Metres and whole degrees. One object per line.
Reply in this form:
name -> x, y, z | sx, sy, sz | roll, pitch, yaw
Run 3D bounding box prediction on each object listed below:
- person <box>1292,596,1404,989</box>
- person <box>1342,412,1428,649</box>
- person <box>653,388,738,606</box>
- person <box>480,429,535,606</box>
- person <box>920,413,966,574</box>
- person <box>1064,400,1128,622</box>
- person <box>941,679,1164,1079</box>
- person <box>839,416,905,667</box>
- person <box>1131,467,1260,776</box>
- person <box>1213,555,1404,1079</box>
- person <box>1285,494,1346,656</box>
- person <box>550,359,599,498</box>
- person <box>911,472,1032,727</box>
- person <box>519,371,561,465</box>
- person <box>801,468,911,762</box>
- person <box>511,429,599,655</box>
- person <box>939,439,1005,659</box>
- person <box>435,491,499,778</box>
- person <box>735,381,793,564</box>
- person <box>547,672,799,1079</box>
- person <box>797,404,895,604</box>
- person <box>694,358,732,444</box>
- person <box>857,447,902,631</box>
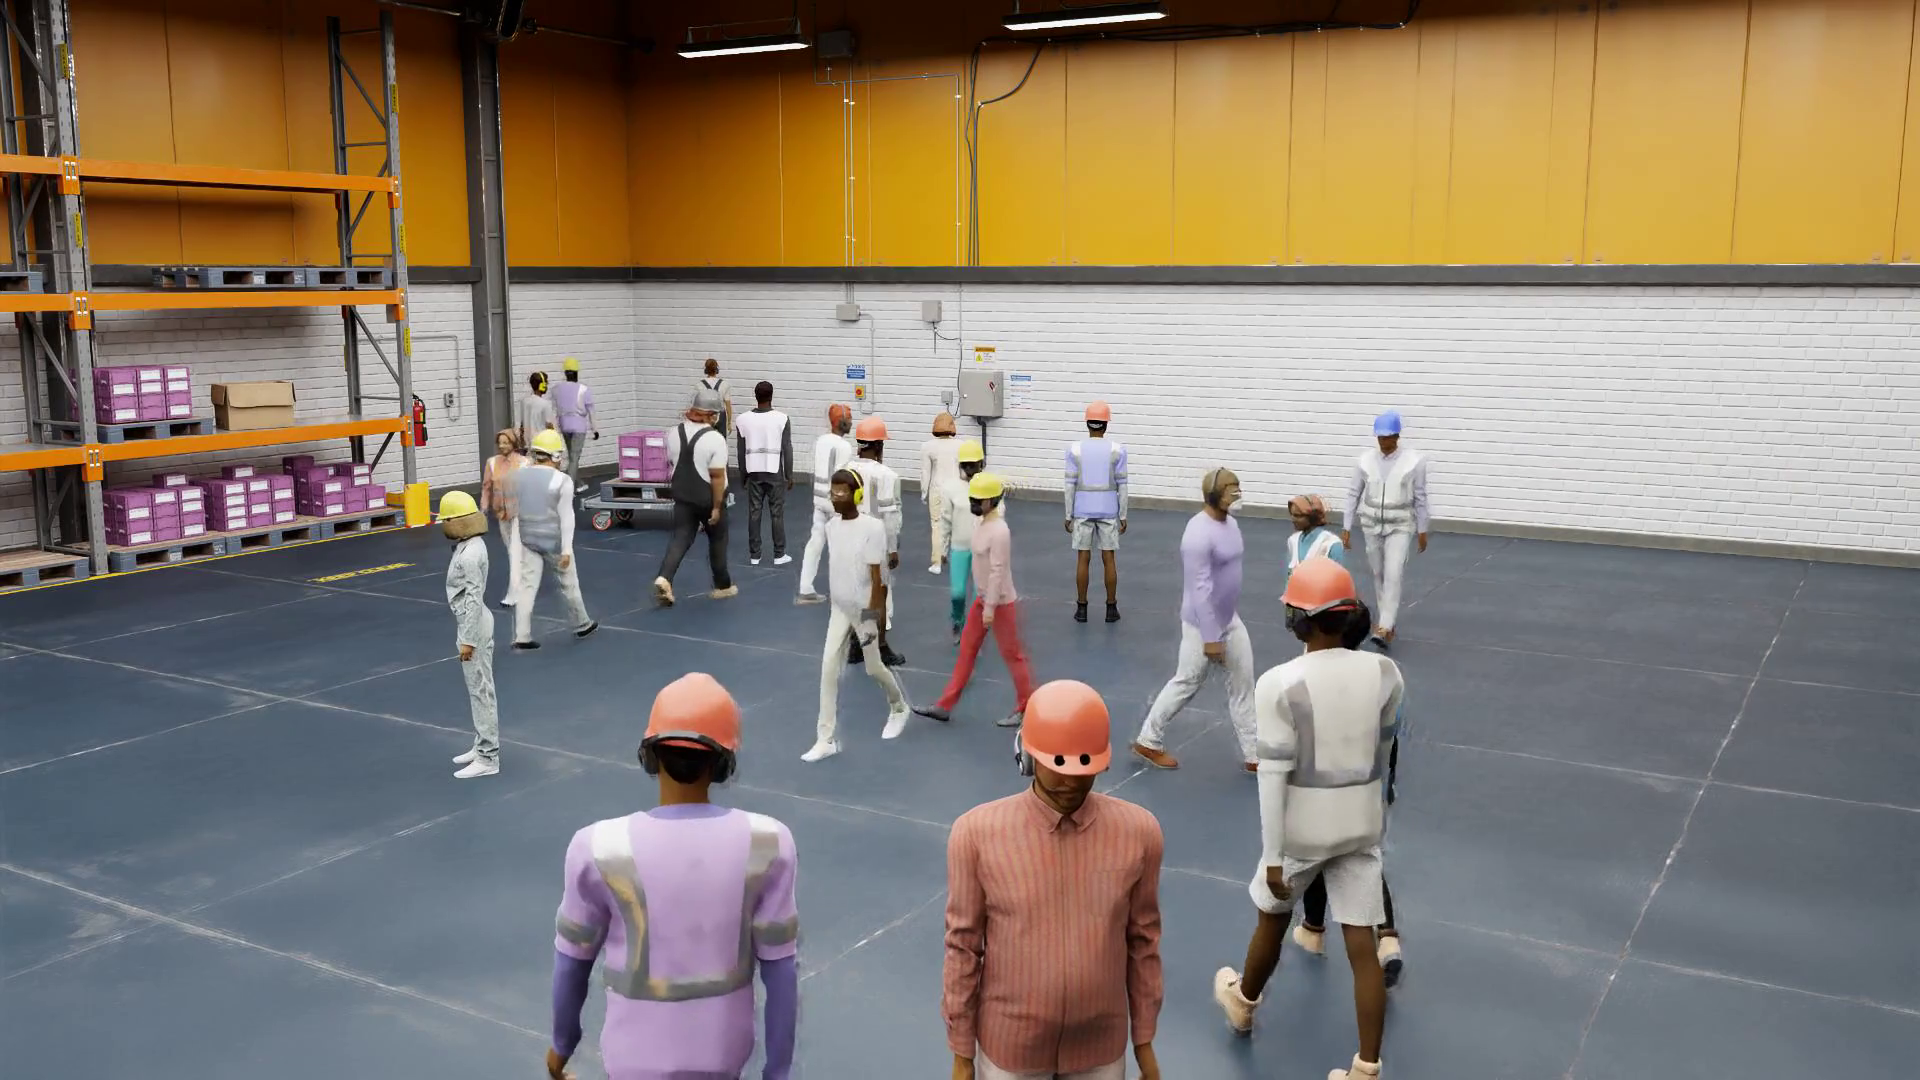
person -> 1.663, 1.063, 7.116 | 0.532, 1.672, 0.731 | -2, 9, -10
person -> 3.416, -0.078, 13.515 | 0.654, 1.902, 0.947 | 6, 11, 32
person -> -2.417, -0.421, 15.249 | 0.680, 2.000, 0.960 | 5, 10, 28
person -> -4.148, -0.200, 15.197 | 0.527, 1.609, 0.747 | 4, 10, 21
person -> -0.154, -0.470, 16.825 | 0.500, 1.632, 0.286 | -1, 9, -7
person -> 1.183, -0.247, 14.484 | 0.552, 1.935, 0.374 | 1, 9, 4
person -> 0.254, 1.336, 4.445 | 0.608, 1.989, 0.387 | -2, 9, -12
person -> -0.685, 0.014, 12.852 | 0.543, 1.939, 0.360 | 7, 11, 37
person -> 1.497, 0.498, 10.006 | 0.987, 1.899, 0.636 | 6, 11, 33
person -> 1.318, 1.045, 6.239 | 0.619, 1.992, 1.051 | -3, 9, -15
person -> 2.322, 0.501, 10.808 | 0.563, 1.607, 0.538 | -4, 10, -23
person -> -5.271, -1.521, 22.661 | 0.588, 1.885, 1.007 | 2, 9, 10
person -> 0.110, 0.411, 11.017 | 0.879, 1.719, 0.531 | -3, 9, -15
person -> -5.071, -1.121, 20.215 | 0.526, 1.848, 0.592 | 7, 11, 35
person -> -0.631, 0.439, 10.561 | 0.507, 1.831, 0.940 | 6, 11, 34
person -> -3.314, -0.003, 13.446 | 0.588, 1.783, 0.934 | 3, 10, 19
person -> 0.097, 0.064, 13.154 | 0.521, 1.748, 0.446 | 0, 9, 3
person -> -2.977, 0.564, 10.055 | 0.311, 1.735, 0.484 | -2, 9, -15
person -> -2.031, -0.696, 17.343 | 0.593, 1.920, 0.391 | 1, 9, 7
person -> -0.750, 1.342, 4.461 | 0.617, 1.977, 1.108 | -5, 10, -26
person -> -1.094, -0.334, 15.350 | 0.986, 1.832, 0.599 | -7, 11, -36
person -> -3.469, -1.631, 23.406 | 0.508, 1.847, 0.345 | -2, 9, -12
person -> -0.751, -0.040, 14.120 | 0.523, 1.638, 0.310 | 1, 9, 6
